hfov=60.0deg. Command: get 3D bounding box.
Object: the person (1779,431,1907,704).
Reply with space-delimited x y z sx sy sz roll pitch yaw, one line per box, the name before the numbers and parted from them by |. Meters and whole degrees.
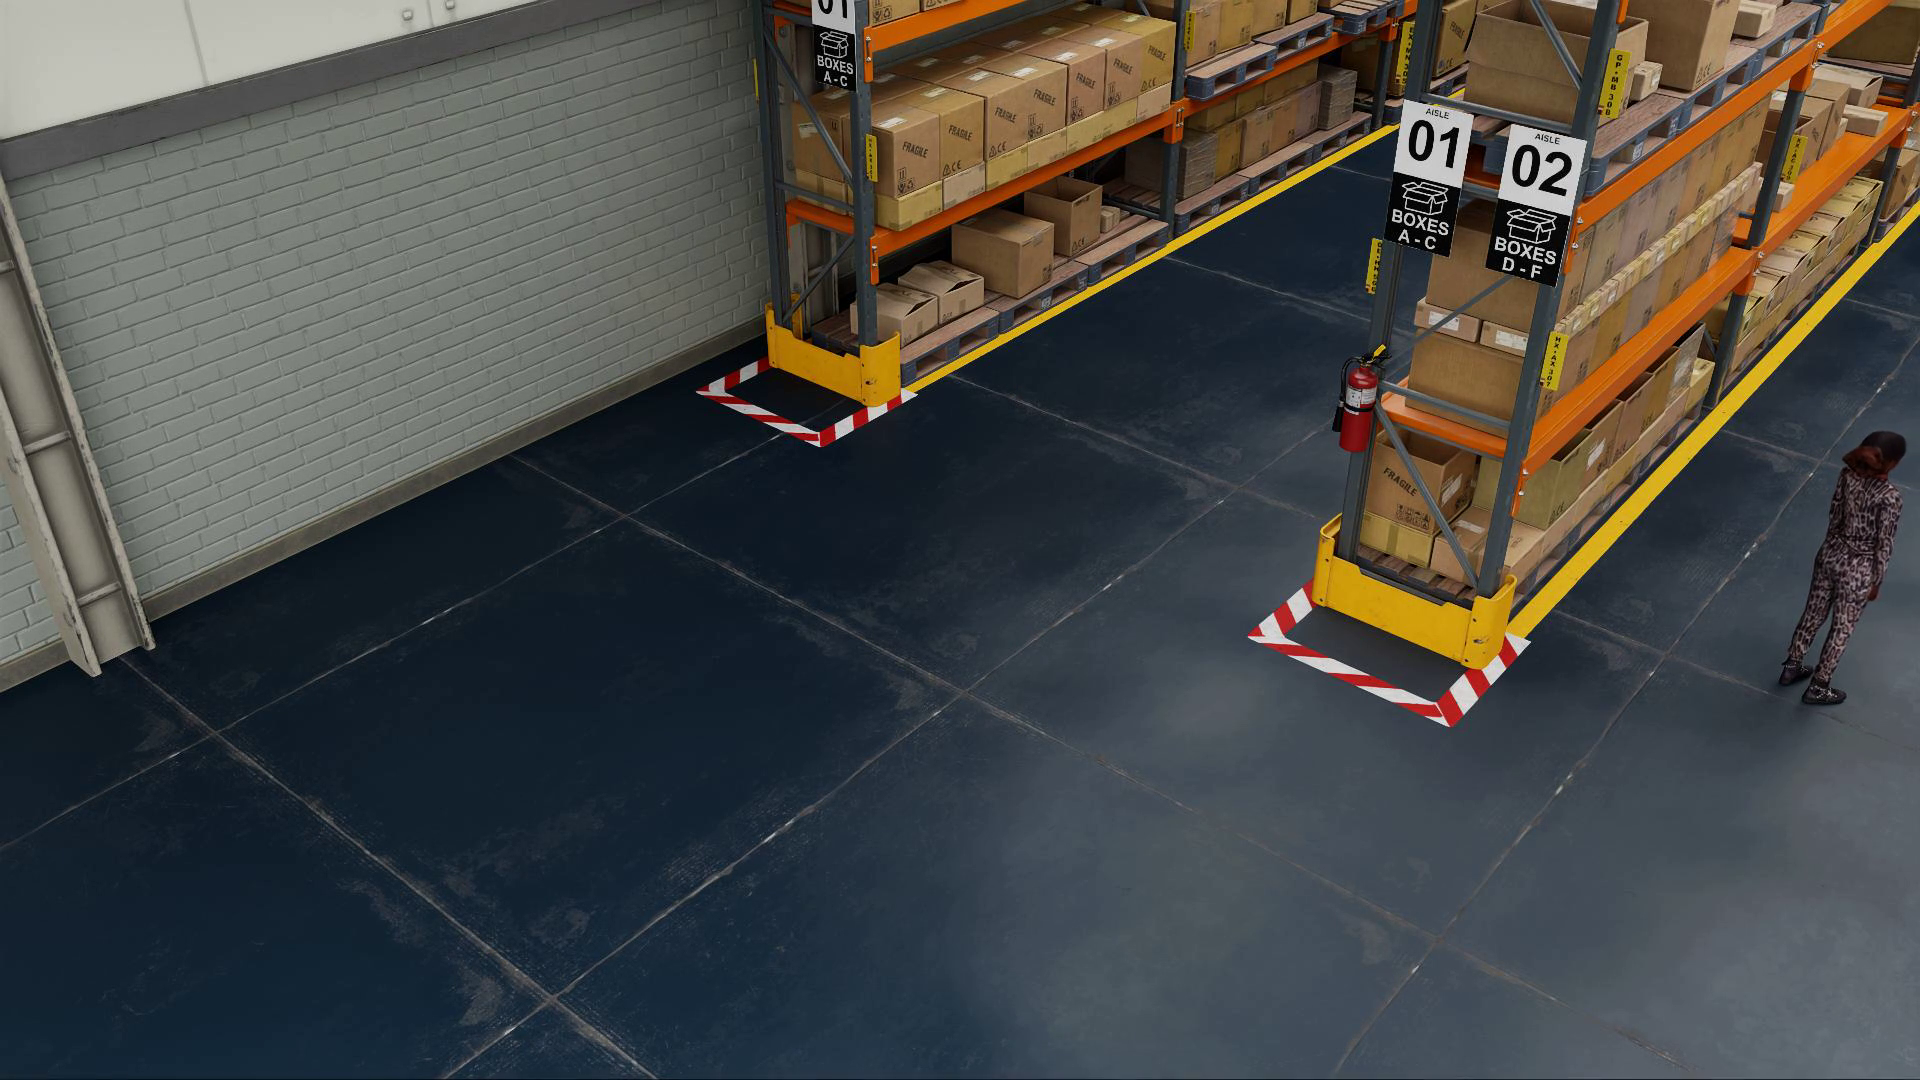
person | 4.933 0.146 9.252 0.729 1.708 0.686 -9 34 -14
